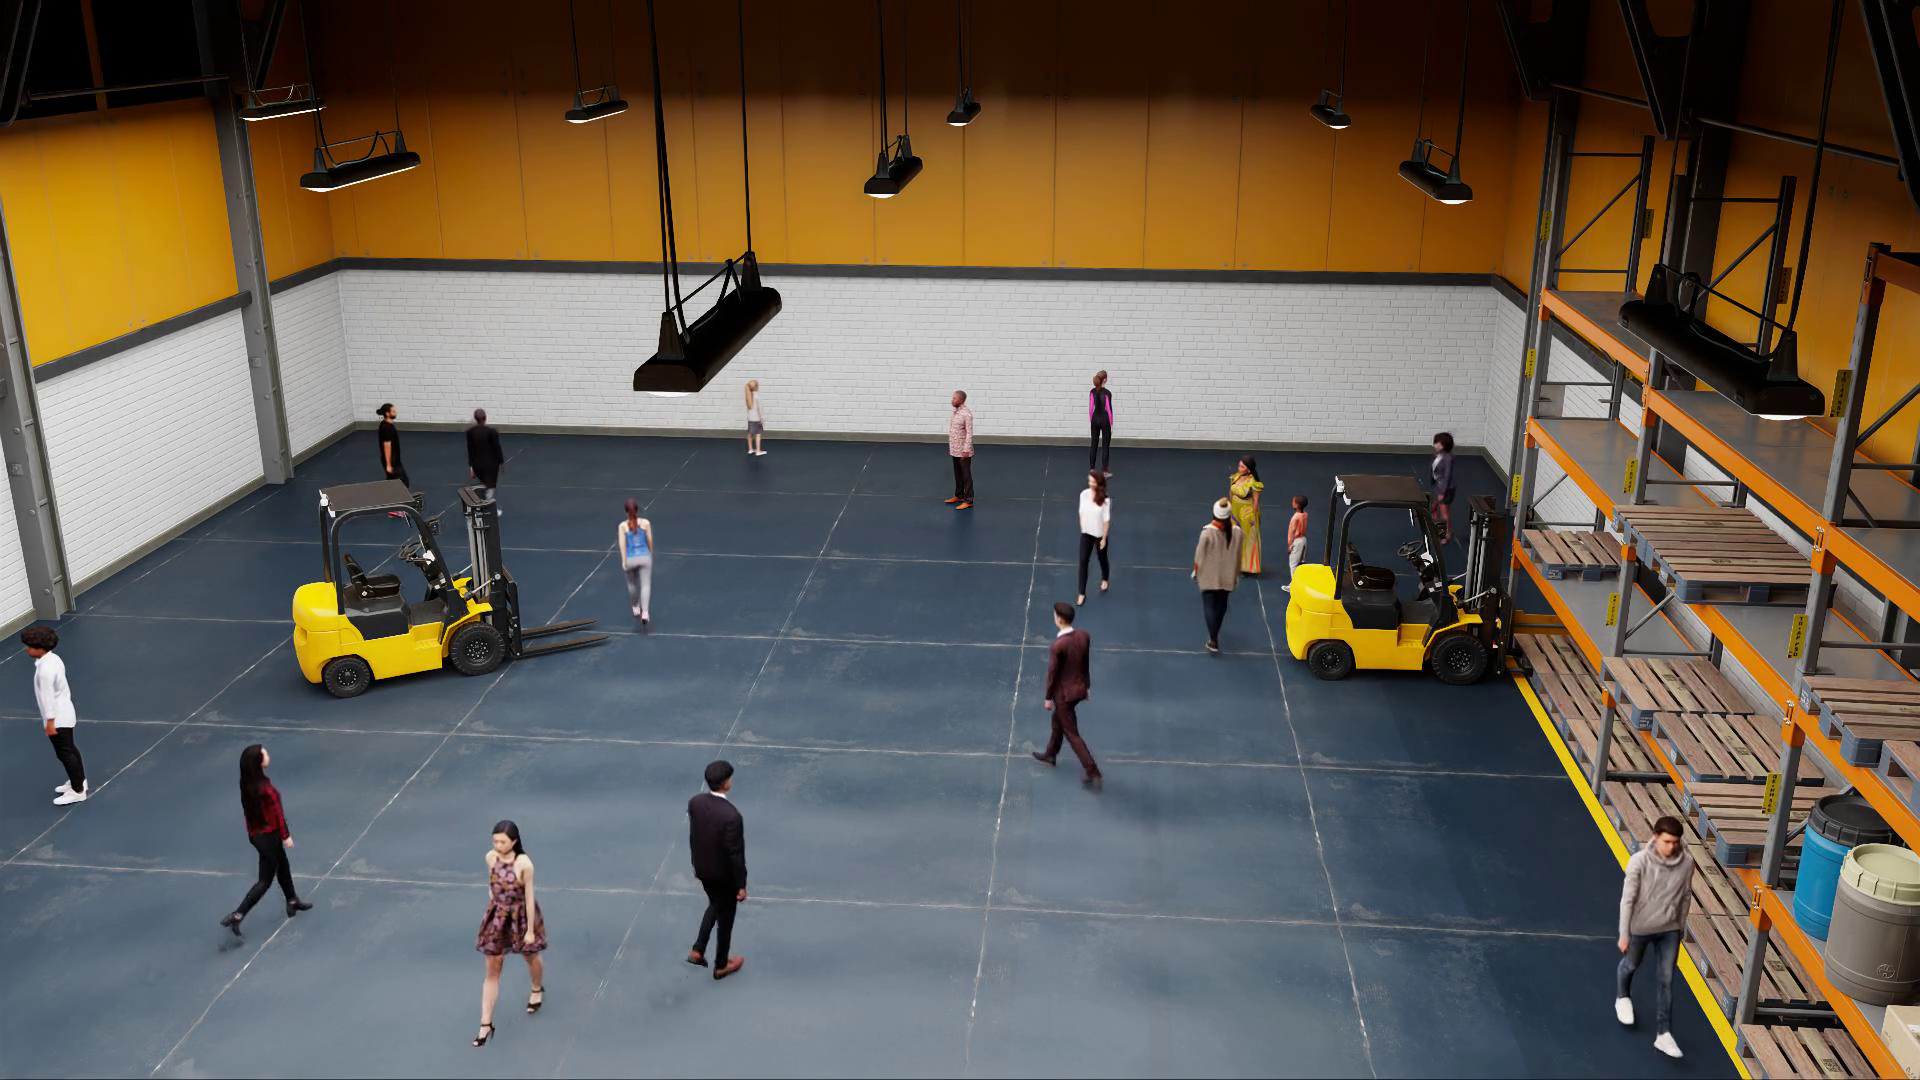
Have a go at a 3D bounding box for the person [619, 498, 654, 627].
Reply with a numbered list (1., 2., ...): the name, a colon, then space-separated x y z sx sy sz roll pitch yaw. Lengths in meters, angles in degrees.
1. person: -3.962 0.290 20.522 0.787 1.582 1.116 -4 19 -13

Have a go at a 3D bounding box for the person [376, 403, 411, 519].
1. person: -8.460 -1.147 24.525 0.803 1.750 0.683 -6 20 -18

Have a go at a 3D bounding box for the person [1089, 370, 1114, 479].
1. person: 2.260 -1.866 26.659 0.650 1.752 0.687 11 21 29

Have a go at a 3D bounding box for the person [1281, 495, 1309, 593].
1. person: 4.412 0.042 21.685 0.616 1.310 0.543 16 24 39

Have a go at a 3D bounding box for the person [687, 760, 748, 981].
1. person: -1.979 2.635 13.111 0.877 1.869 0.915 13 23 34

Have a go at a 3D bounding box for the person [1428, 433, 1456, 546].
1. person: 6.813 -0.701 23.341 0.777 1.661 0.673 1 19 3

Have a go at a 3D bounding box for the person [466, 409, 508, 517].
1. person: -6.921 -1.013 24.165 0.754 1.727 1.173 4 19 13

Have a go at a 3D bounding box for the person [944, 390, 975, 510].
1. person: 0.027 -1.387 25.149 0.841 1.808 0.722 -9 21 -25

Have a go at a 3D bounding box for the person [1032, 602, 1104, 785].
1. person: 1.125 1.543 16.405 1.226 1.836 1.246 17 25 40

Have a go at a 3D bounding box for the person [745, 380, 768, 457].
1. person: -3.458 -2.067 28.002 0.603 1.275 0.646 14 23 35

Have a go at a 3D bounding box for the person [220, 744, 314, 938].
1. person: -5.830 2.524 13.815 0.950 1.630 1.107 15 24 37

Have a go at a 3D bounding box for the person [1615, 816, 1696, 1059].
1. person: 5.181 2.861 12.521 0.706 1.817 1.088 1 19 3

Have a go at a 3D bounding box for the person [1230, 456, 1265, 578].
1. person: 3.804 -0.341 22.274 1.059 1.660 0.999 -15 24 -37

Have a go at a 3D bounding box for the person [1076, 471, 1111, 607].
1. person: 1.769 -0.047 21.273 0.869 1.742 1.200 9 21 25

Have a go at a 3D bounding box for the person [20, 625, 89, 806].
1. person: -8.725 1.669 16.080 0.768 1.804 0.651 -8 20 -22

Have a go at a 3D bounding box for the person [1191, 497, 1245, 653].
1. person: 3.049 0.418 19.710 0.897 1.858 1.203 -3 19 -9

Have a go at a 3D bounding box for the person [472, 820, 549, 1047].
1. person: -3.321 2.873 12.604 0.755 1.740 1.100 6 19 16
